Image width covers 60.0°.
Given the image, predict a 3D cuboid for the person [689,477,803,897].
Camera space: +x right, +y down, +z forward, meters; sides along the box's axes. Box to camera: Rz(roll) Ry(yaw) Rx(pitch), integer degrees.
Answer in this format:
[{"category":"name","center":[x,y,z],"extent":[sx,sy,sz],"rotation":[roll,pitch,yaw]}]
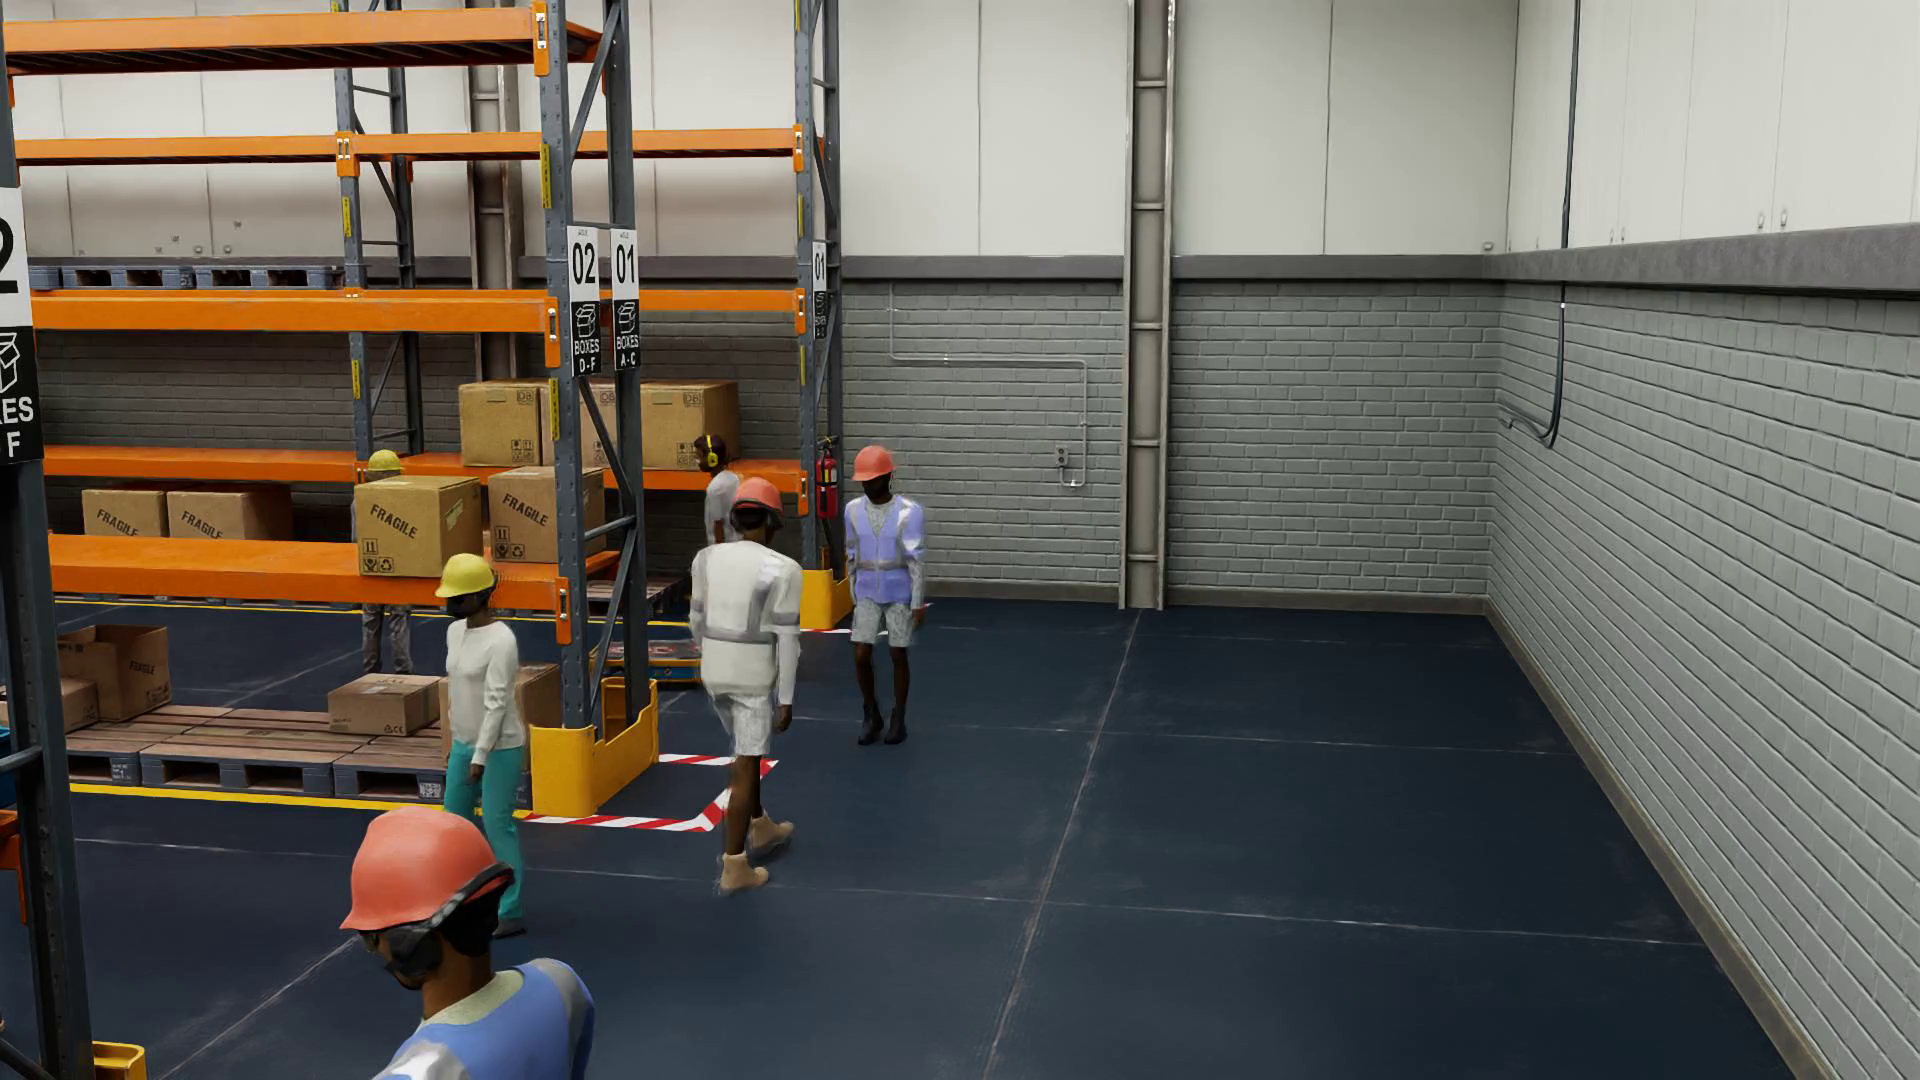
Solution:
[{"category":"person","center":[-1.038,0.692,8.251],"extent":[0.621,1.970,0.953],"rotation":[5,10,27]}]

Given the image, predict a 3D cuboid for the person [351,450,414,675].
[{"category":"person","center":[-4.053,0.230,11.781],"extent":[0.489,1.741,0.320],"rotation":[3,10,17]}]

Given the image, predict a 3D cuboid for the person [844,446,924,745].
[{"category":"person","center":[-0.476,0.364,10.448],"extent":[0.570,1.912,0.564],"rotation":[2,9,14]}]

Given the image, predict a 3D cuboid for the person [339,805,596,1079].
[{"category":"person","center":[-0.924,1.481,3.118],"extent":[0.394,2.034,0.605],"rotation":[3,10,17]}]

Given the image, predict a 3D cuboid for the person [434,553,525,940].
[{"category":"person","center":[-2.172,0.923,7.452],"extent":[0.533,1.753,0.379],"rotation":[8,12,41]}]

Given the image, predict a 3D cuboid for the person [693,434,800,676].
[{"category":"person","center":[-1.644,0.125,12.220],"extent":[0.904,1.828,0.562],"rotation":[3,10,20]}]
